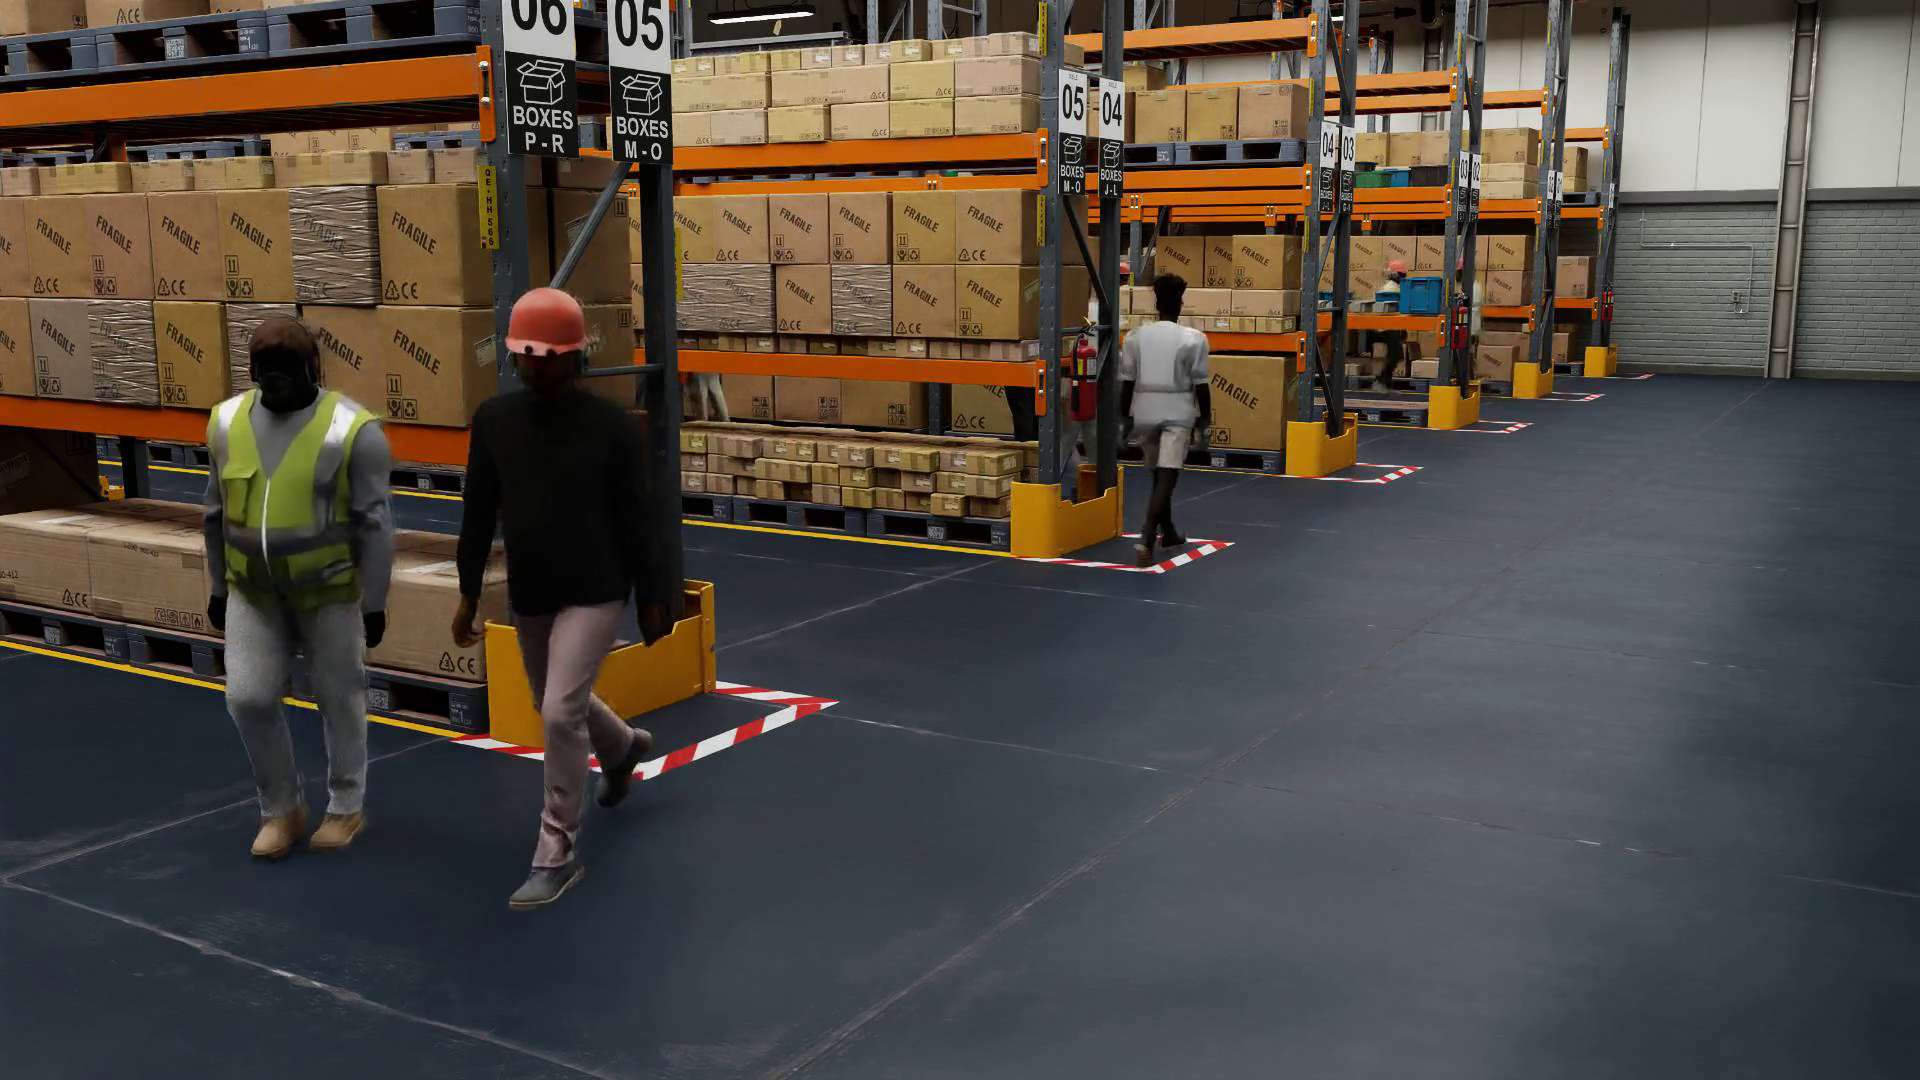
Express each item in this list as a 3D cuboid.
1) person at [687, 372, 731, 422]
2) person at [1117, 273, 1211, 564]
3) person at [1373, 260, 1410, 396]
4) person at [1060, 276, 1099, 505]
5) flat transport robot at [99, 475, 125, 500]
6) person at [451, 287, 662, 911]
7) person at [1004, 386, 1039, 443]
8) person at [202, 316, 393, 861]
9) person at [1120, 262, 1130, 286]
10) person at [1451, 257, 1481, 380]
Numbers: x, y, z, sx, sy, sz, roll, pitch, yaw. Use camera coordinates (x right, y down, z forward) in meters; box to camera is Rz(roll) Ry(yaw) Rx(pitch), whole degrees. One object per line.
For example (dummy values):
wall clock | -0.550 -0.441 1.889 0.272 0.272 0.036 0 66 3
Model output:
person | -2.288 -1.417 14.801 0.437 1.861 0.501 7 12 35
person | 1.345 -0.814 11.115 0.640 1.927 0.969 6 11 30
person | 6.294 -3.058 24.090 0.438 1.978 0.620 5 11 29
person | 0.976 -1.191 13.328 0.653 1.914 0.468 -8 13 -39
flat transport robot | -7.510 -0.375 13.355 0.652 0.197 1.431 6 11 30
person | -1.250 0.138 5.499 0.638 1.954 0.949 4 10 21
person | 0.550 -1.644 15.611 0.536 2.000 0.673 5 11 25
person | -2.214 0.177 5.550 0.671 1.830 0.542 1 10 3
person | 2.302 -2.979 23.725 0.364 1.935 0.553 8 13 39
person | 7.061 -2.934 23.245 0.521 2.010 0.648 1 10 3
